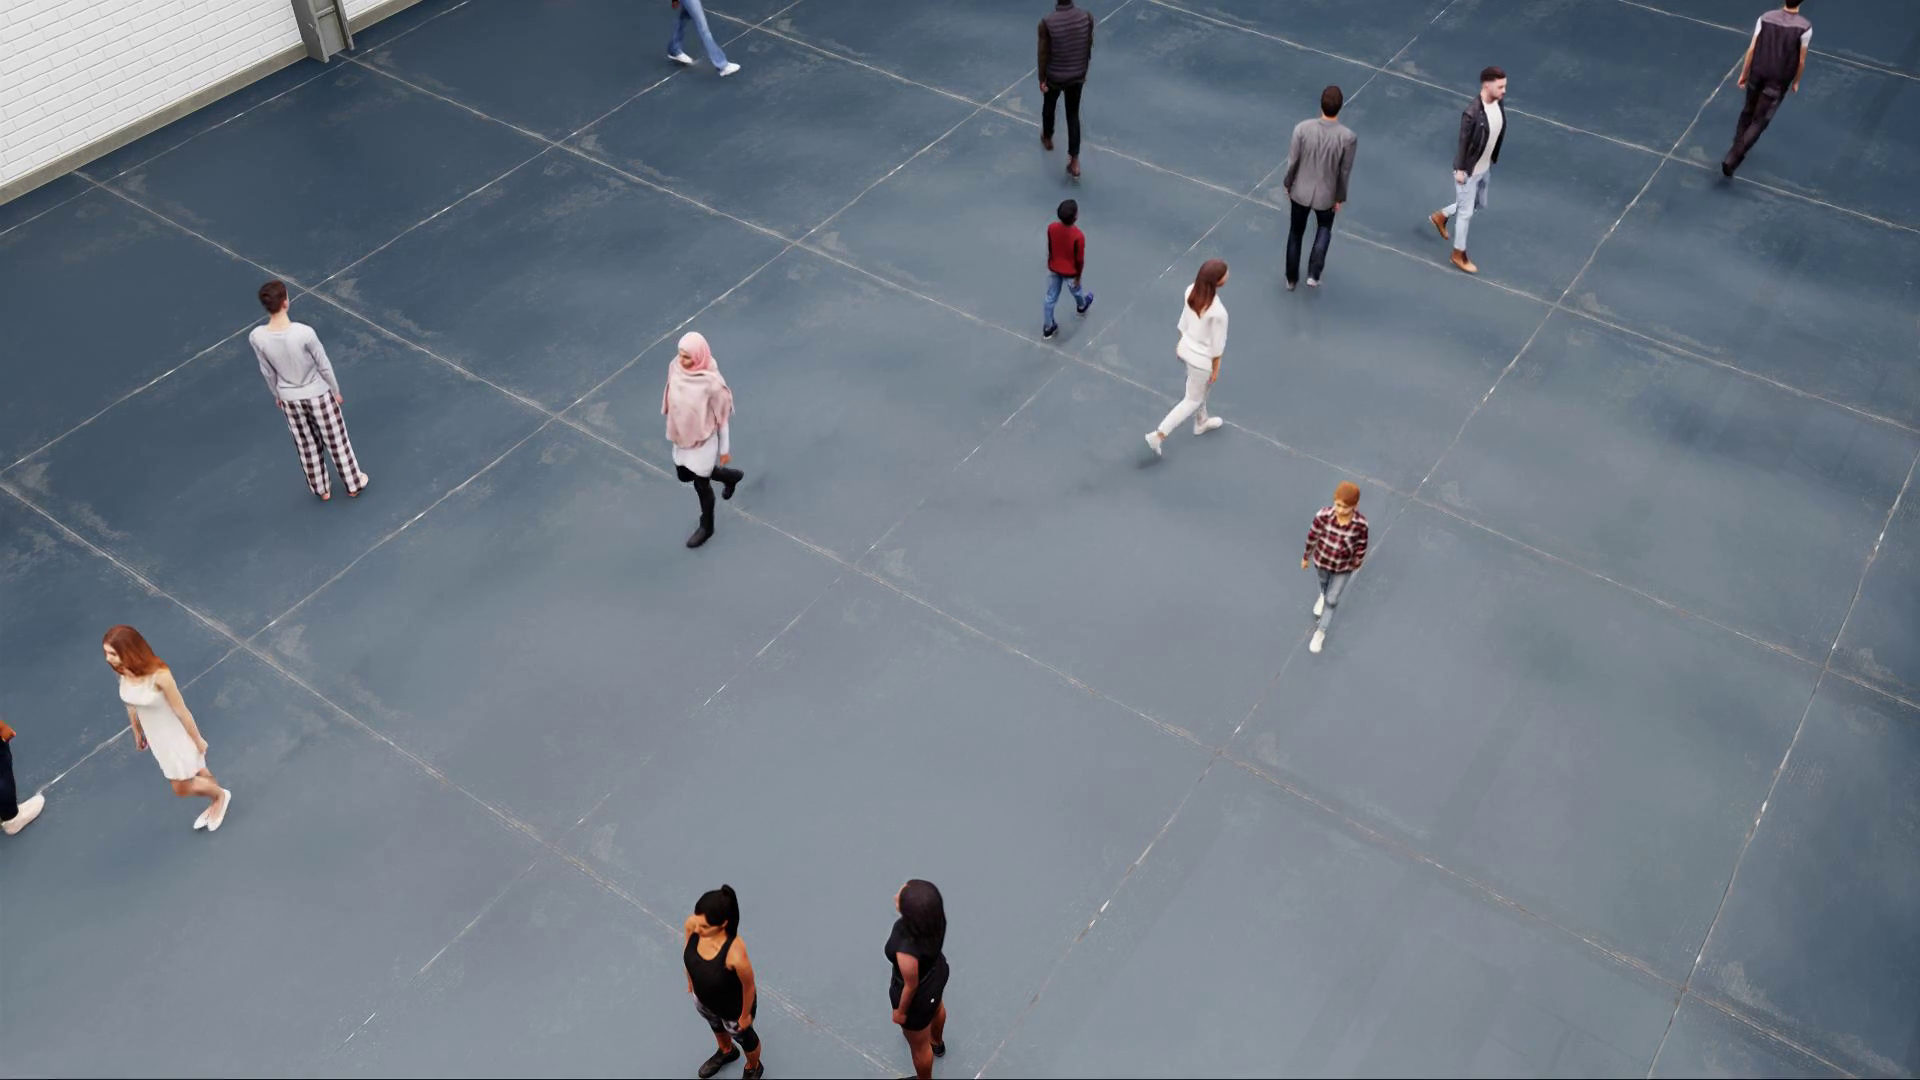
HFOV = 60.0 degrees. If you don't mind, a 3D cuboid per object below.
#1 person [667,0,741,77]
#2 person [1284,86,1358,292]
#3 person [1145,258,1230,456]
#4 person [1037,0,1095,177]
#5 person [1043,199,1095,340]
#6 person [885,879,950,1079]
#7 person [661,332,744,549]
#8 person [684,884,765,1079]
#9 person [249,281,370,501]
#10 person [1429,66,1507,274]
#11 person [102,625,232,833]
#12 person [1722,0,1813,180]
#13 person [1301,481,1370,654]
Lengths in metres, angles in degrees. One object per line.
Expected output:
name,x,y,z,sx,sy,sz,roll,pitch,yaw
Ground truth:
person,-2.789,-5.532,16.738,0.762,1.693,1.139,20,47,20
person,2.930,-2.833,13.787,0.804,1.857,0.814,10,44,10
person,1.722,-1.337,12.355,1.115,1.666,0.877,-22,48,-22
person,0.995,-4.214,15.280,1.177,1.797,1.249,-7,44,-7
person,0.820,-2.187,13.566,0.578,1.225,0.869,19,47,19
person,-0.208,2.274,8.510,0.723,1.740,0.575,11,45,11
person,-1.775,-0.756,11.654,0.636,1.791,0.857,25,49,24
person,-1.209,2.309,8.531,0.567,1.660,0.492,26,49,24
person,-4.684,-1.042,11.915,0.702,1.845,0.746,-4,44,-4
person,4.338,-3.209,14.204,0.909,1.825,0.868,-31,51,-28
person,-4.596,1.063,9.811,0.625,1.701,0.622,17,46,17
person,7.381,-4.193,15.240,1.172,1.821,0.798,-34,53,-31
person,2.524,0.080,11.154,0.632,1.270,0.922,18,46,18
